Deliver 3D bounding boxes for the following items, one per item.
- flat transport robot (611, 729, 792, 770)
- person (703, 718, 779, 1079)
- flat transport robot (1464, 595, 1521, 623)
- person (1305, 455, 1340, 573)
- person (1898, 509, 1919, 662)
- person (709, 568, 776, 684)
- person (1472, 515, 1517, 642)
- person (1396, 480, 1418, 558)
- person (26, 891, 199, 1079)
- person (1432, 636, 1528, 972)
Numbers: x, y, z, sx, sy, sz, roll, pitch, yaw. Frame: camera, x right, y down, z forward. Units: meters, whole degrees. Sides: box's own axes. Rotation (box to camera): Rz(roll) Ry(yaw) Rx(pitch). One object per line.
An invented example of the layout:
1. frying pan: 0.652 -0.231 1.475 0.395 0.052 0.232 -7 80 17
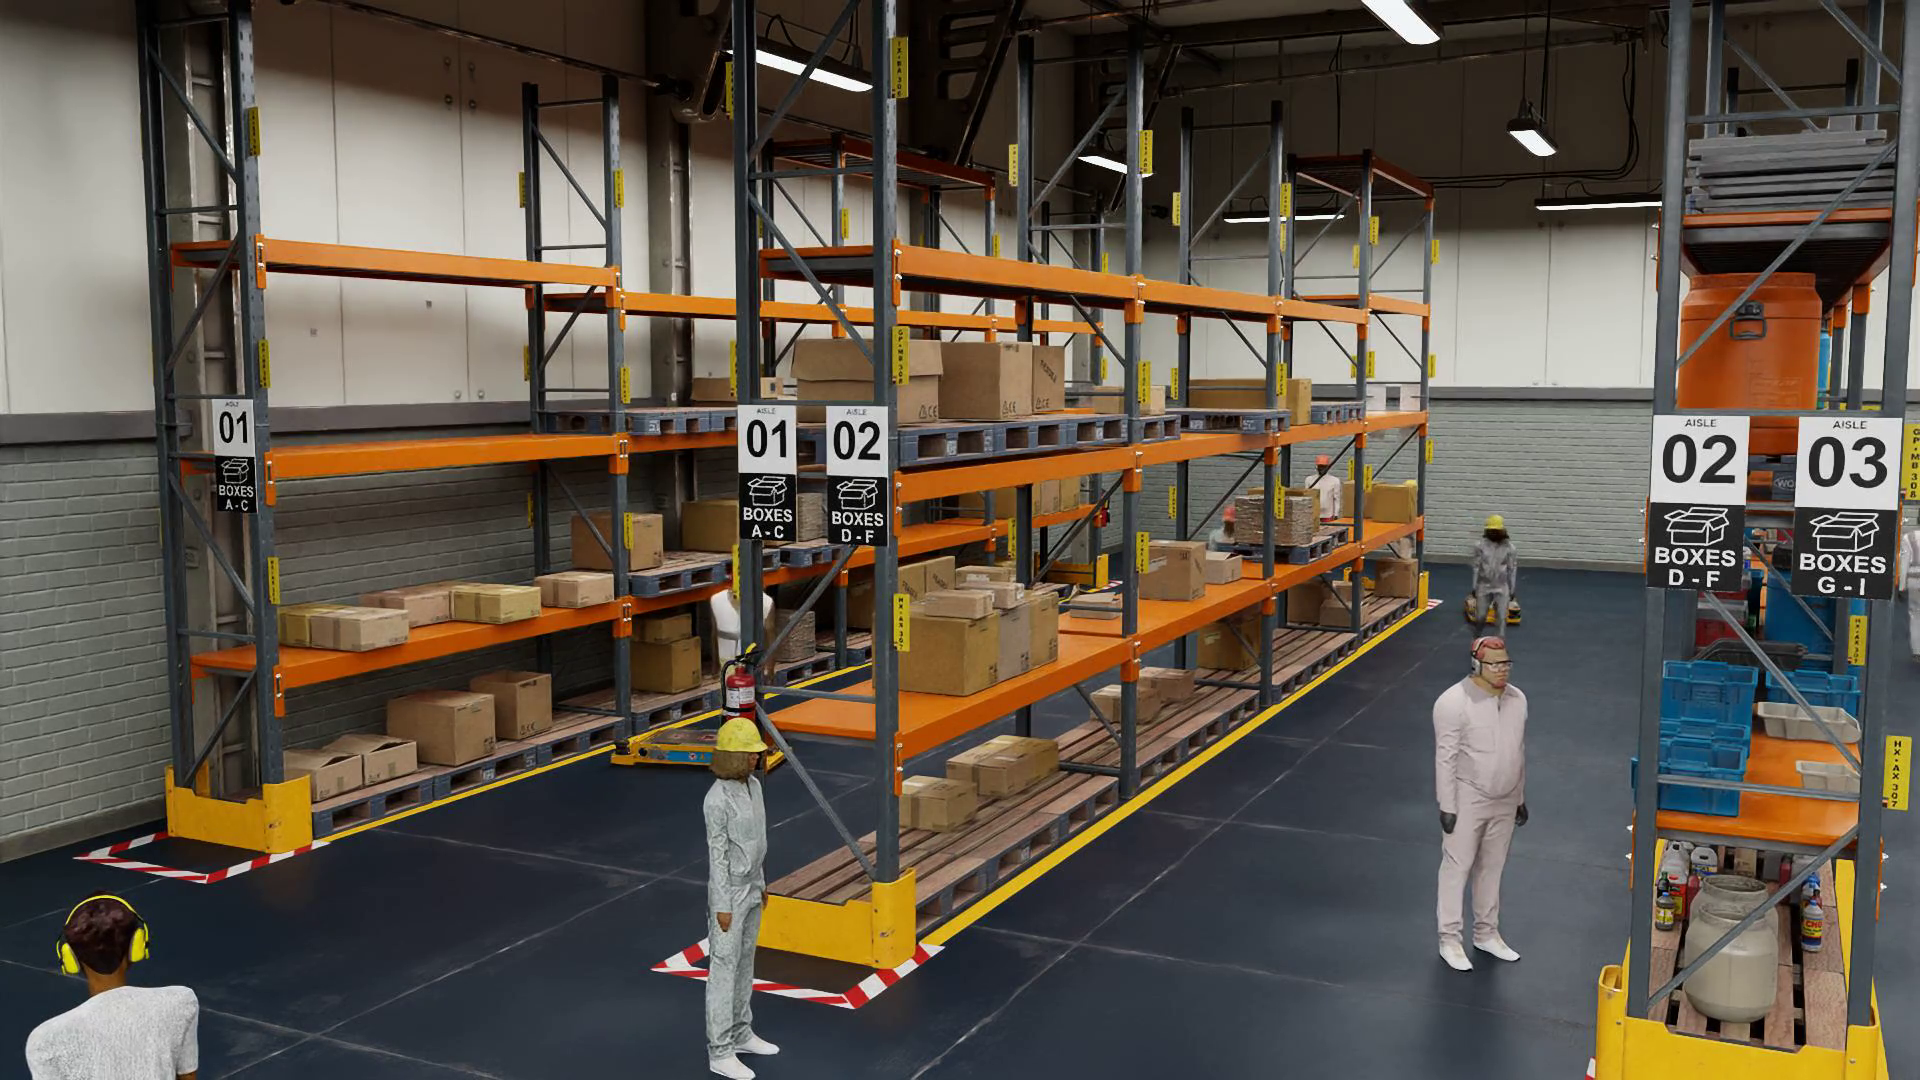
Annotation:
1. flat transport robot: -2.235 1.806 14.439 1.431 0.197 0.652 1 6 11
2. person: -1.069 1.726 8.133 0.296 1.744 0.487 2 6 16
3. flat transport robot: 7.305 0.942 22.845 0.652 0.197 1.431 1 6 13
4. person: 6.065 -0.436 27.934 0.612 1.997 0.375 2 6 20
5. person: 11.195 0.528 19.244 0.595 1.860 0.732 2 6 21
6. person: -1.894 1.050 14.509 0.572 1.795 0.911 -1 6 -6
7. person: 6.285 0.558 19.584 0.485 1.731 0.464 2 6 14
8. person: 6.785 -0.039 25.232 0.350 1.761 0.529 0 6 -4
9. person: -2.541 1.986 5.038 0.331 1.865 0.519 5 8 42
10. person: 3.022 1.498 9.568 0.642 1.910 0.401 -3 6 -24
